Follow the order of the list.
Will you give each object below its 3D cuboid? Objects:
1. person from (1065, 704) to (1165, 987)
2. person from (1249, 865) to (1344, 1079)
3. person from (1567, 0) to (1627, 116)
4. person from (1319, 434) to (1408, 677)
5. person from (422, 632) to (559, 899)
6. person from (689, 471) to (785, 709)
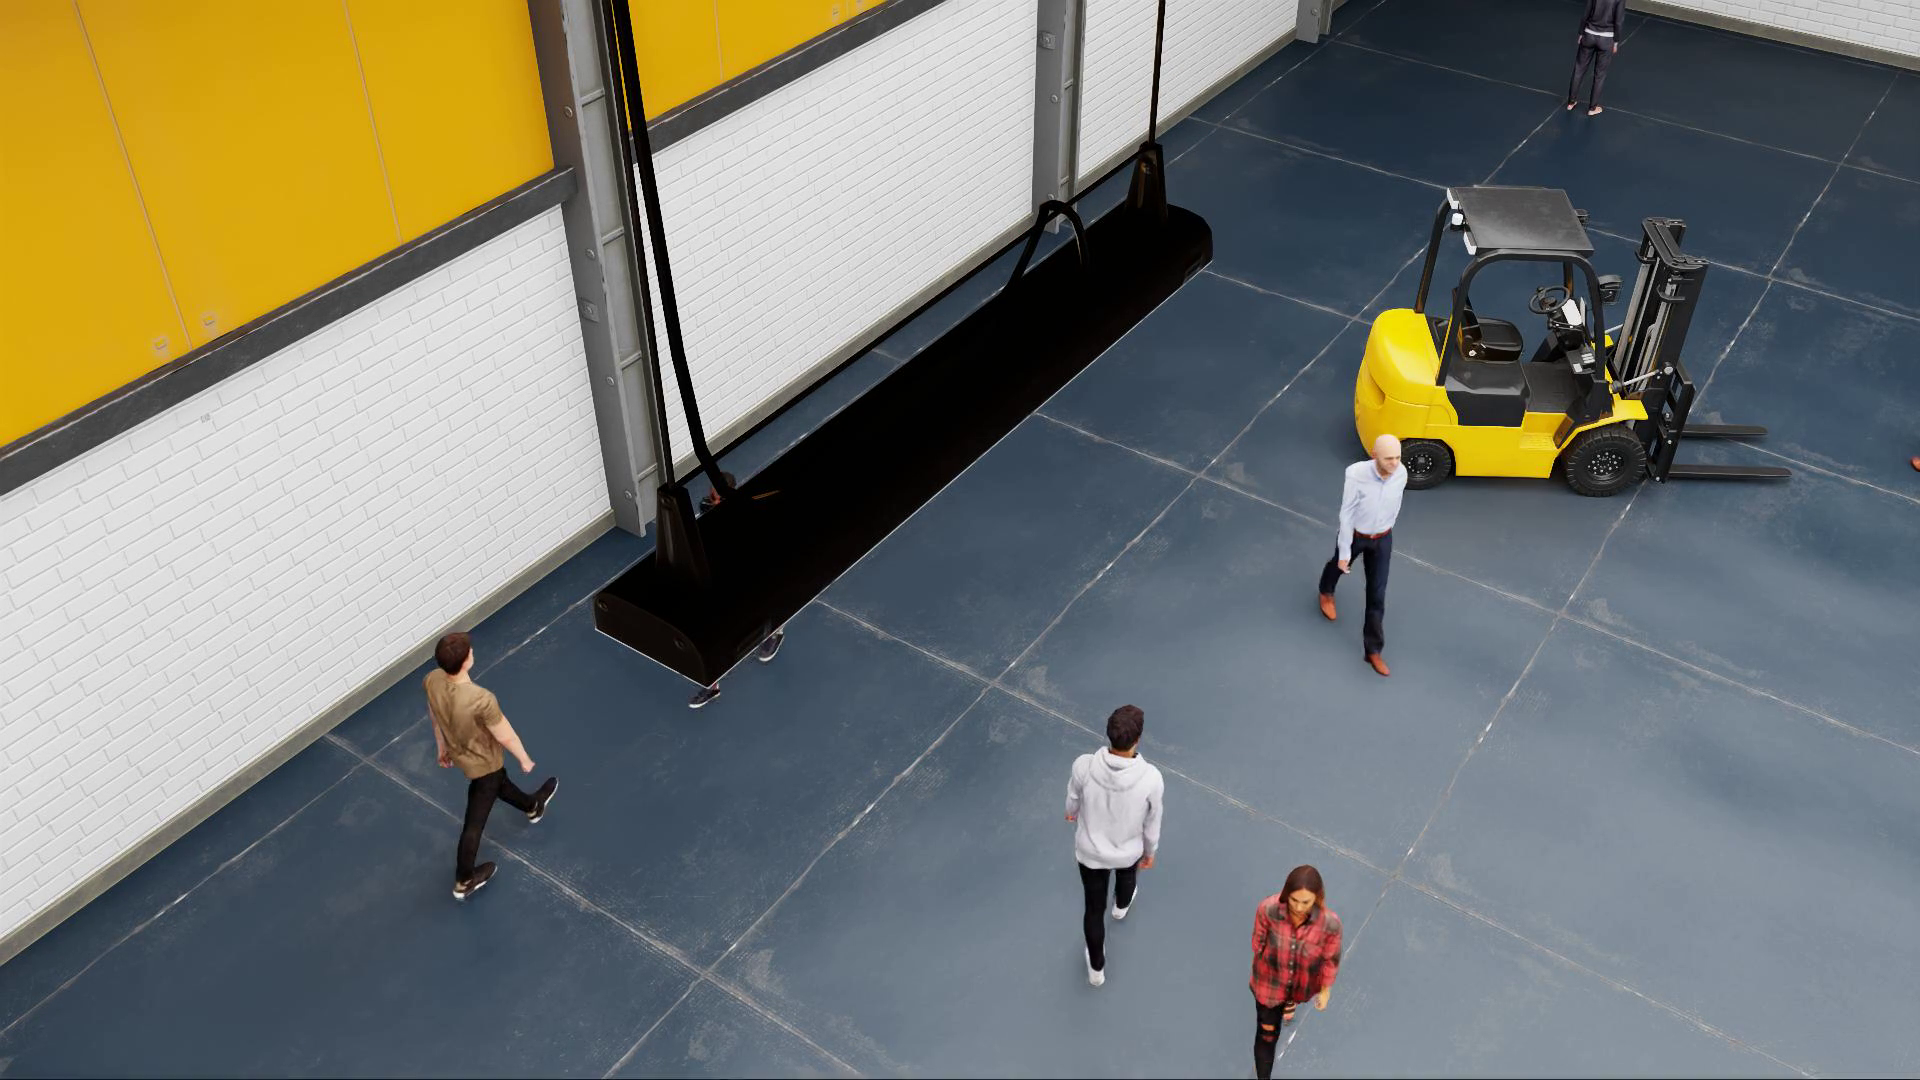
[{"bbox_3d":[0.821,1.752,9.179,0.977,1.896,1.149,4,39,6],"label":"person"},{"bbox_3d":[1.755,2.231,8.767,0.865,1.662,1.198,9,39,11],"label":"person"},{"bbox_3d":[7.125,-5.615,18.539,0.618,1.727,0.516,26,45,29],"label":"person"},{"bbox_3d":[2.754,-0.028,11.534,1.184,1.738,1.274,-5,39,-6],"label":"person"},{"bbox_3d":[-2.896,1.347,9.761,0.729,1.803,1.224,21,43,24],"label":"person"},{"bbox_3d":[-1.438,0.215,11.210,0.860,1.764,1.268,16,41,19],"label":"person"}]
